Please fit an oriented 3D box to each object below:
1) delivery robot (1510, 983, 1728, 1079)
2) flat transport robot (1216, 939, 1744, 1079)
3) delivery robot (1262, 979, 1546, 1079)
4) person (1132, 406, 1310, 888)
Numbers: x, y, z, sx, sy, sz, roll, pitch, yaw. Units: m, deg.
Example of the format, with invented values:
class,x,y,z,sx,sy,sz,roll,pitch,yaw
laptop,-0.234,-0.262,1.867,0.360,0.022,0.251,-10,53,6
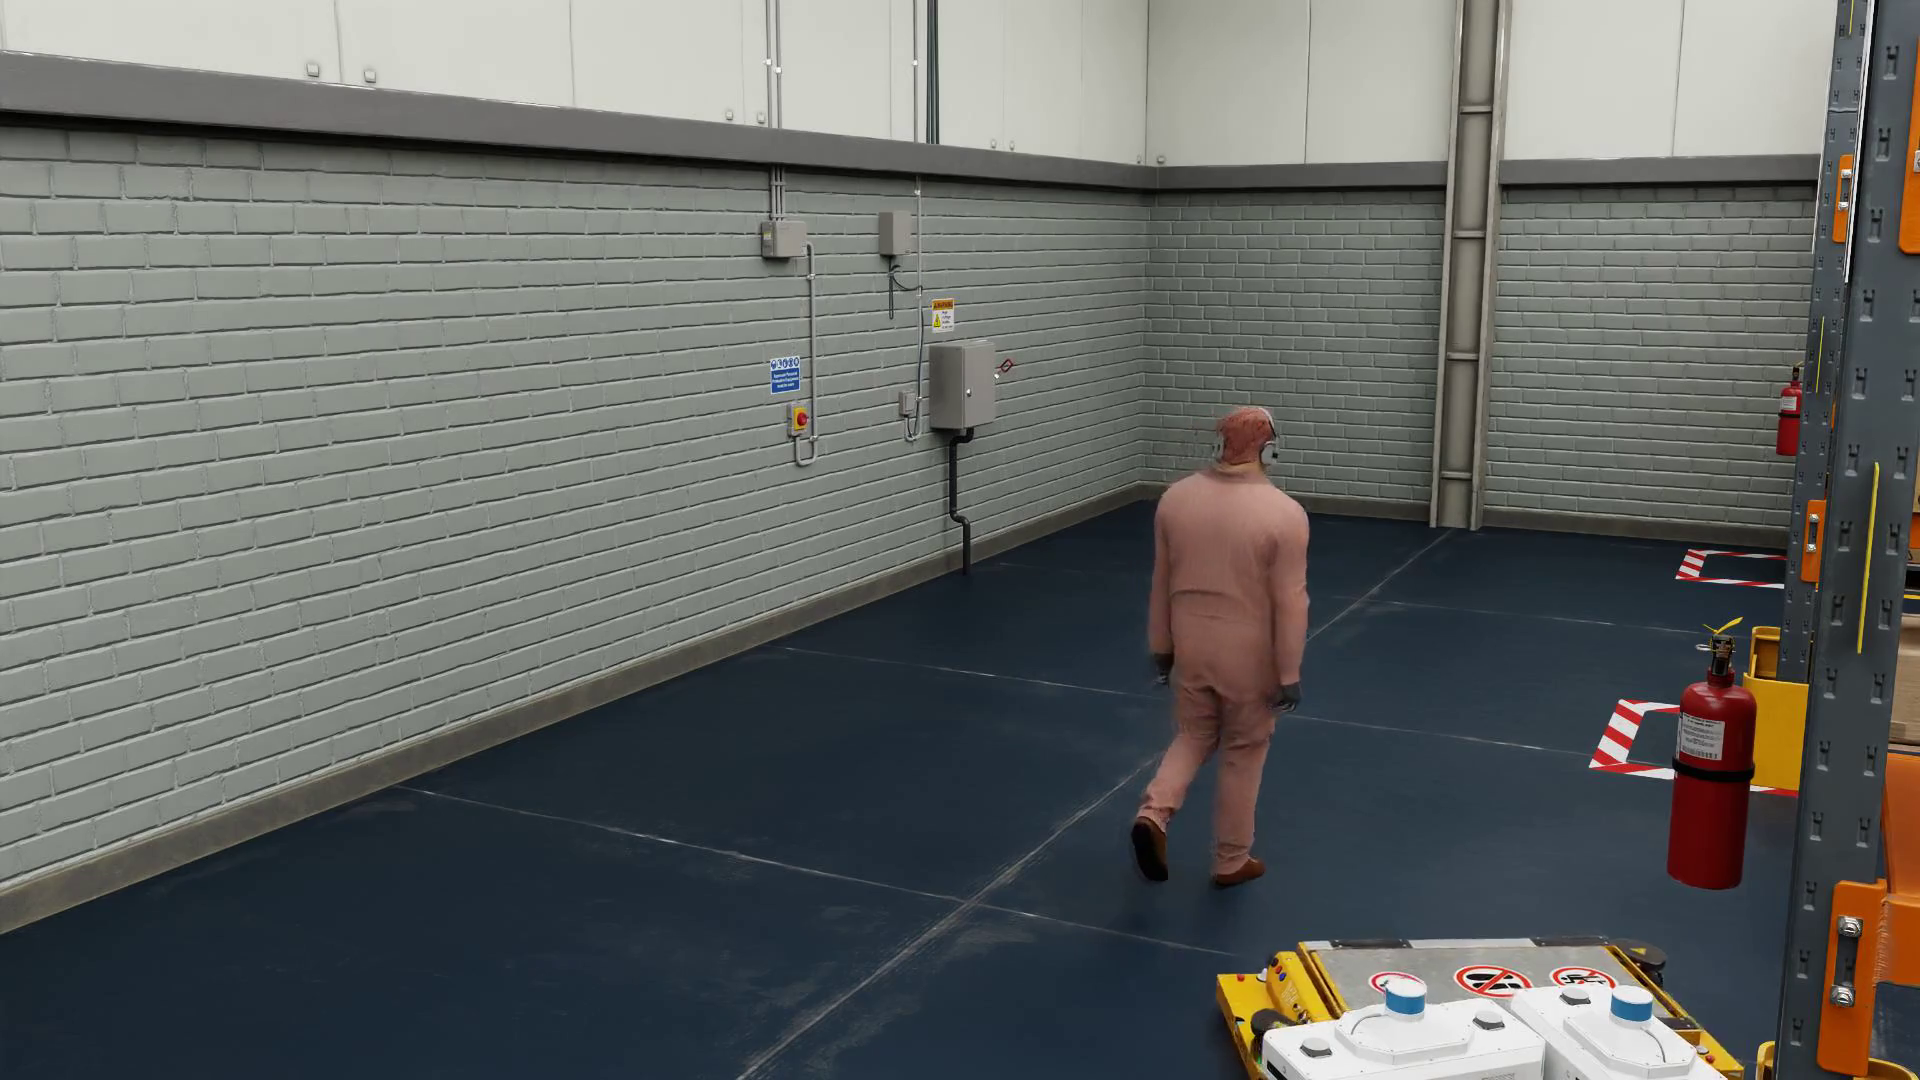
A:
class,x,y,z,sx,sy,sz,roll,pitch,yaw
delivery robot,1.742,1.411,4.349,0.477,0.478,0.707,-2,11,-10
flat transport robot,1.562,1.456,5.133,1.431,0.197,0.652,0,10,-2
delivery robot,1.164,1.404,4.389,0.707,0.478,0.477,-3,11,-17
person,0.972,0.441,6.279,0.667,1.881,0.603,9,13,39
